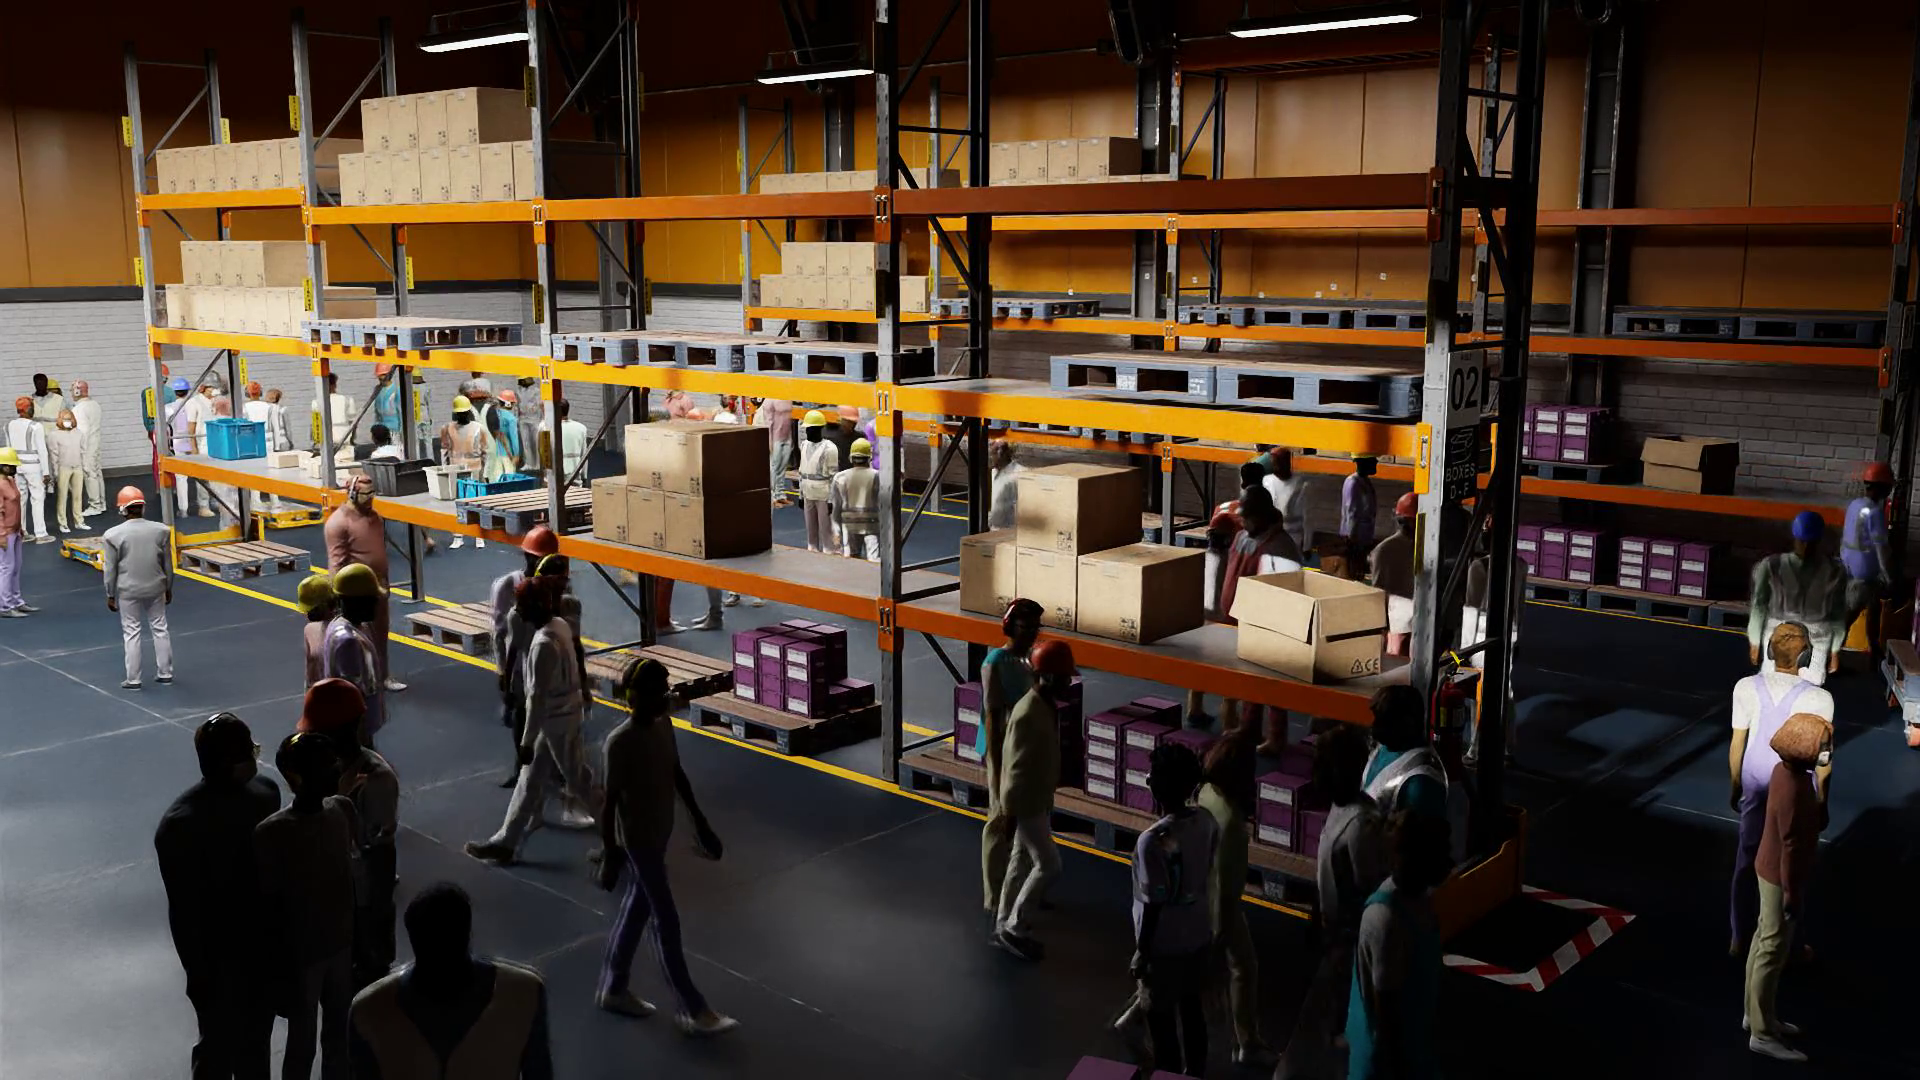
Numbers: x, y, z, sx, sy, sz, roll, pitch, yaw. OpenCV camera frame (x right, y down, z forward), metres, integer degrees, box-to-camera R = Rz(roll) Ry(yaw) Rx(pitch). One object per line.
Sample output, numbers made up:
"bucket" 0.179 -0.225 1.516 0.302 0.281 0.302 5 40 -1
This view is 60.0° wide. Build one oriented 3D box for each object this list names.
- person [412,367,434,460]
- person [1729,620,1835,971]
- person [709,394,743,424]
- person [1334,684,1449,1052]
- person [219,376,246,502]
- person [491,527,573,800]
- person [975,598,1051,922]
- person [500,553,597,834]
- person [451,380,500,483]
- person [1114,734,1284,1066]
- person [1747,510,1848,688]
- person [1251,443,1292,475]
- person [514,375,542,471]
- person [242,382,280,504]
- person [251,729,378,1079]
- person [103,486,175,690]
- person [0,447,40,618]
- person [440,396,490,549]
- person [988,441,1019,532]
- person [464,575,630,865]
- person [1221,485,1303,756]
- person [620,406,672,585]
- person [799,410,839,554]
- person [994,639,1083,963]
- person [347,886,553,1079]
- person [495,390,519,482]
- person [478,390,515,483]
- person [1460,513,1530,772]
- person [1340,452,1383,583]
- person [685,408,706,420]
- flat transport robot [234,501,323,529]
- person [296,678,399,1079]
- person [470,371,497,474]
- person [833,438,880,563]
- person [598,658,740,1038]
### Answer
"person" -9.169 -2.057 28.163 0.487 1.744 0.294 -8 13 -37
"person" 4.295 1.329 8.726 0.505 1.847 0.344 10 14 43
"person" -3.116 -1.220 22.974 0.823 1.896 0.607 6 12 31
"person" 1.952 1.543 7.536 0.429 1.842 0.626 0 10 -3
"person" -10.778 -1.515 24.740 0.684 1.875 0.685 5 11 28
"person" -2.941 0.829 11.472 0.568 1.898 0.688 -4 11 -24
"person" 0.297 1.224 9.343 0.393 1.839 0.563 6 12 29
"person" -2.630 0.990 10.660 0.619 1.847 0.469 -7 12 -33
"person" -6.573 -1.194 22.439 0.699 2.000 0.974 -9 13 -40
"person" 1.123 1.654 7.599 0.781 1.602 0.511 -1 10 -7
"person" 5.985 0.722 11.918 0.625 1.931 0.610 3 10 17
"person" 3.213 -0.226 17.328 0.642 1.926 0.398 -9 14 -42
"person" -7.280 -2.024 28.020 0.490 1.728 0.324 2 10 12
"person" -9.887 -1.293 23.451 0.573 1.883 0.356 -7 12 -35
"person" -2.573 1.673 6.703 0.327 1.877 0.516 4 11 23
"person" -7.023 0.407 14.231 0.350 1.744 0.566 9 14 43
"person" -9.663 -0.074 16.930 0.338 1.752 0.527 -2 10 -13
"person" -6.182 -0.845 20.791 0.593 1.924 0.372 -1 10 -7
"person" 0.497 -0.172 17.473 0.518 1.757 0.340 6 12 32
"person" -2.480 1.107 10.051 1.031 1.823 0.590 -1 10 -8
"person" 2.203 0.574 12.446 0.535 2.000 0.708 -5 11 -27
"person" -3.416 -0.517 18.613 0.590 2.000 0.729 4 11 22
"person" -1.629 -0.513 18.913 0.584 1.928 0.367 9 13 41
"person" 0.394 1.372 8.823 0.491 1.721 0.579 3 10 14
"person" -1.564 1.928 5.203 0.604 1.900 0.540 -2 10 -10
"person" -6.476 -1.281 23.782 0.577 1.738 0.354 8 13 40
"person" -6.417 -1.151 22.865 0.927 1.801 0.514 6 12 30
"person" 3.849 0.736 12.014 0.577 1.877 0.341 -6 12 -31
"person" 3.864 -0.012 16.072 0.358 1.930 0.590 4 11 23
"person" -3.303 -0.777 20.893 0.327 1.753 0.563 2 10 13
"flat transport robot" -9.329 -0.357 22.710 1.431 0.197 0.652 9 14 42
"person" -2.688 1.538 7.323 0.543 1.929 0.385 8 13 38
"person" -7.910 -2.045 27.559 0.612 1.936 0.920 -9 14 -42
"person" -1.000 -0.126 16.986 0.587 1.835 0.404 0 10 1
"person" -1.426 1.465 8.002 0.845 1.833 0.512 3 11 18
